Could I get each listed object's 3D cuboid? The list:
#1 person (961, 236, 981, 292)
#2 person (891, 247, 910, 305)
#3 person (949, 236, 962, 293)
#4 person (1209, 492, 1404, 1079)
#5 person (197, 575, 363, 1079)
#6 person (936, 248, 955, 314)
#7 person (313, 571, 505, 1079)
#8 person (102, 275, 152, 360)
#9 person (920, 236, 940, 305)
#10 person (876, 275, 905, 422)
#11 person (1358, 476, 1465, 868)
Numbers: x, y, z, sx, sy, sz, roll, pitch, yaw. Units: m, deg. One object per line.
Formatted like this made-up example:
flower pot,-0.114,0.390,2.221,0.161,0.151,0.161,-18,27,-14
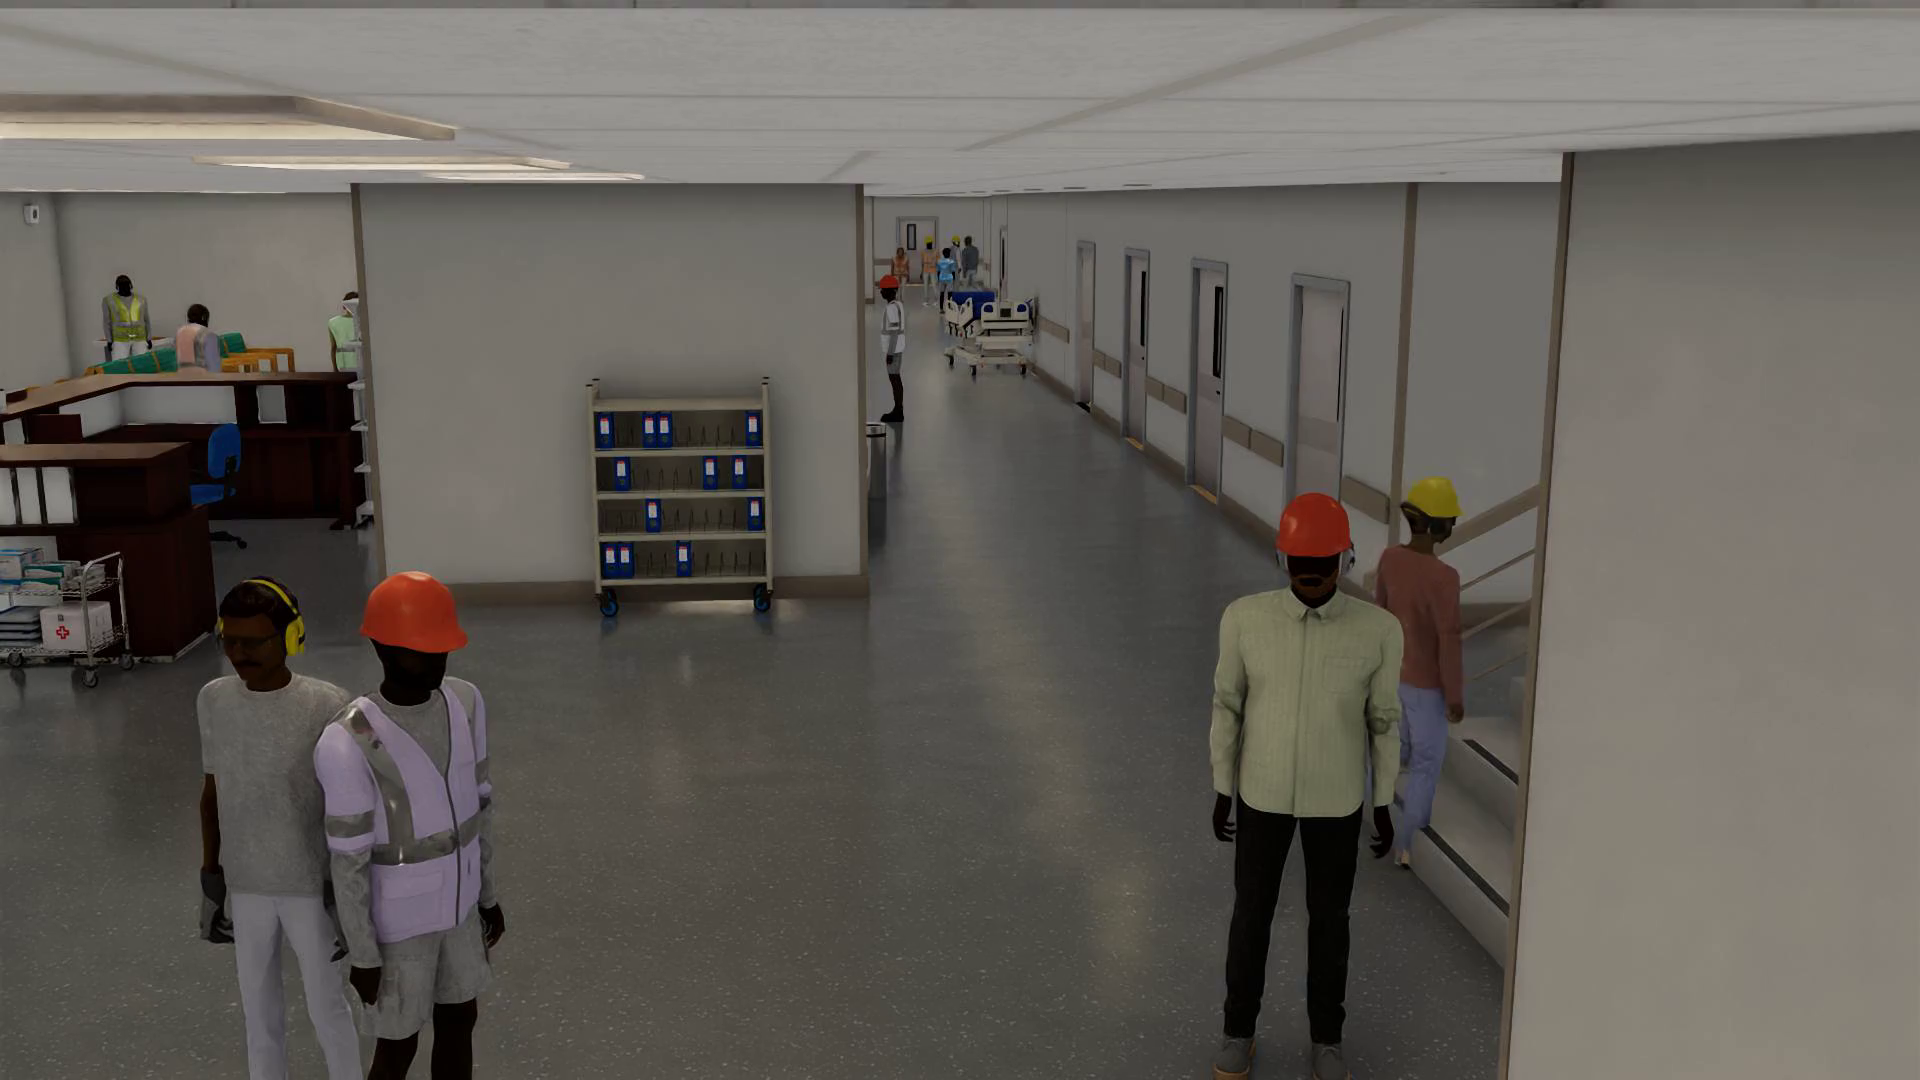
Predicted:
person,0.325,-7.531,46.456,0.630,1.922,0.757,-10,15,-40
person,-1.635,-7.220,45.654,0.537,1.614,0.578,0,12,-1
person,-0.114,-8.254,50.206,0.404,1.833,0.588,-7,13,-29
person,1.118,0.825,5.438,0.611,1.996,0.387,3,12,12
person,-1.975,1.017,4.820,0.509,1.868,0.328,1,12,7
person,-0.348,-6.655,42.738,0.532,1.693,0.319,6,13,26
person,-1.486,1.026,4.641,0.384,1.929,0.539,6,13,27
person,-11.990,-2.894,23.994,0.633,1.843,0.429,-9,15,-39
person,-0.838,-7.469,46.166,0.595,1.930,0.391,6,13,26
person,-0.915,-2.522,21.945,0.372,1.934,0.551,1,12,4
person,1.932,0.592,7.174,0.495,1.752,0.530,-4,12,-17
